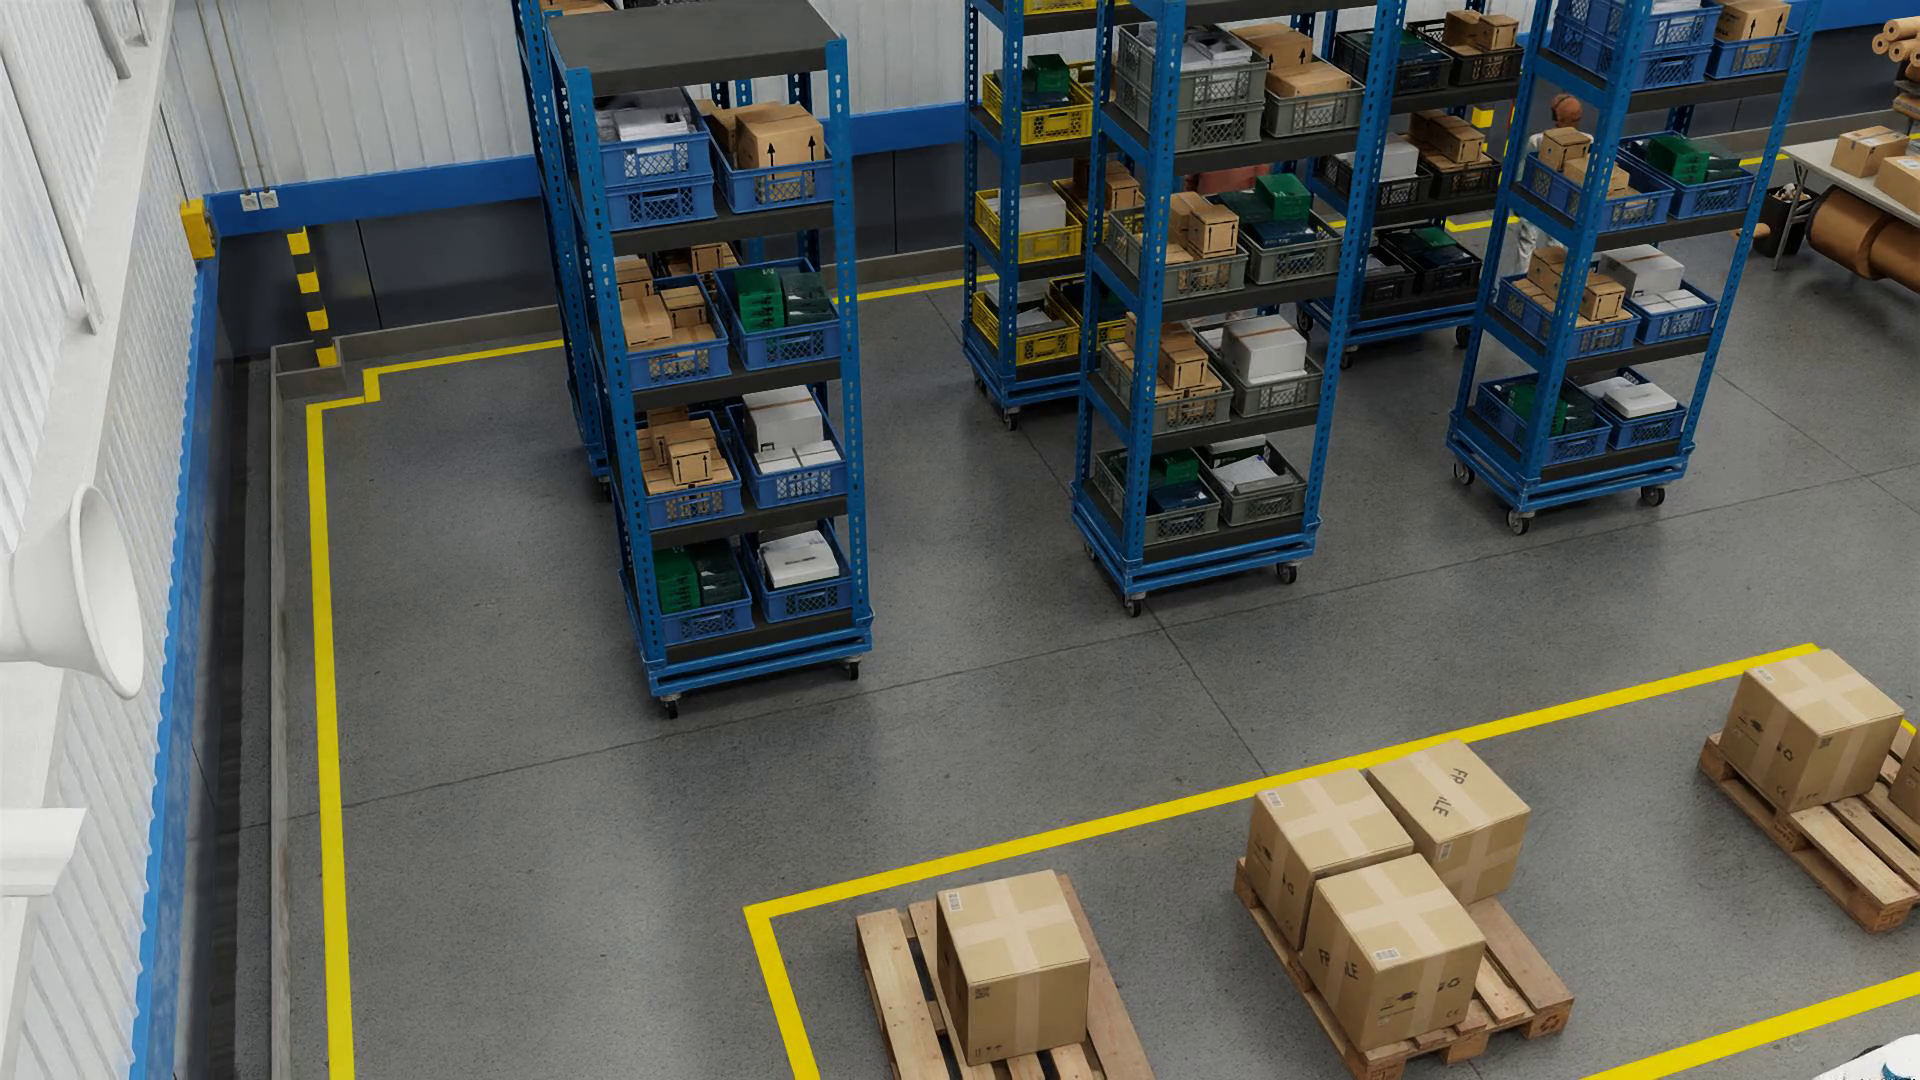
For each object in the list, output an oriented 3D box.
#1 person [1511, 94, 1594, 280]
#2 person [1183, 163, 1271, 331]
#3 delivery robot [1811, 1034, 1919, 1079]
[{"bbox_3d":[4.397,-2.516,12.426,0.514,1.632,0.312,0,35,0],"label":"person"},{"bbox_3d":[1.819,-2.184,11.643,0.622,1.992,0.396,18,39,24],"label":"person"},{"bbox_3d":[3.626,2.225,6.553,0.707,0.478,0.477,-14,38,-19],"label":"delivery robot"}]
